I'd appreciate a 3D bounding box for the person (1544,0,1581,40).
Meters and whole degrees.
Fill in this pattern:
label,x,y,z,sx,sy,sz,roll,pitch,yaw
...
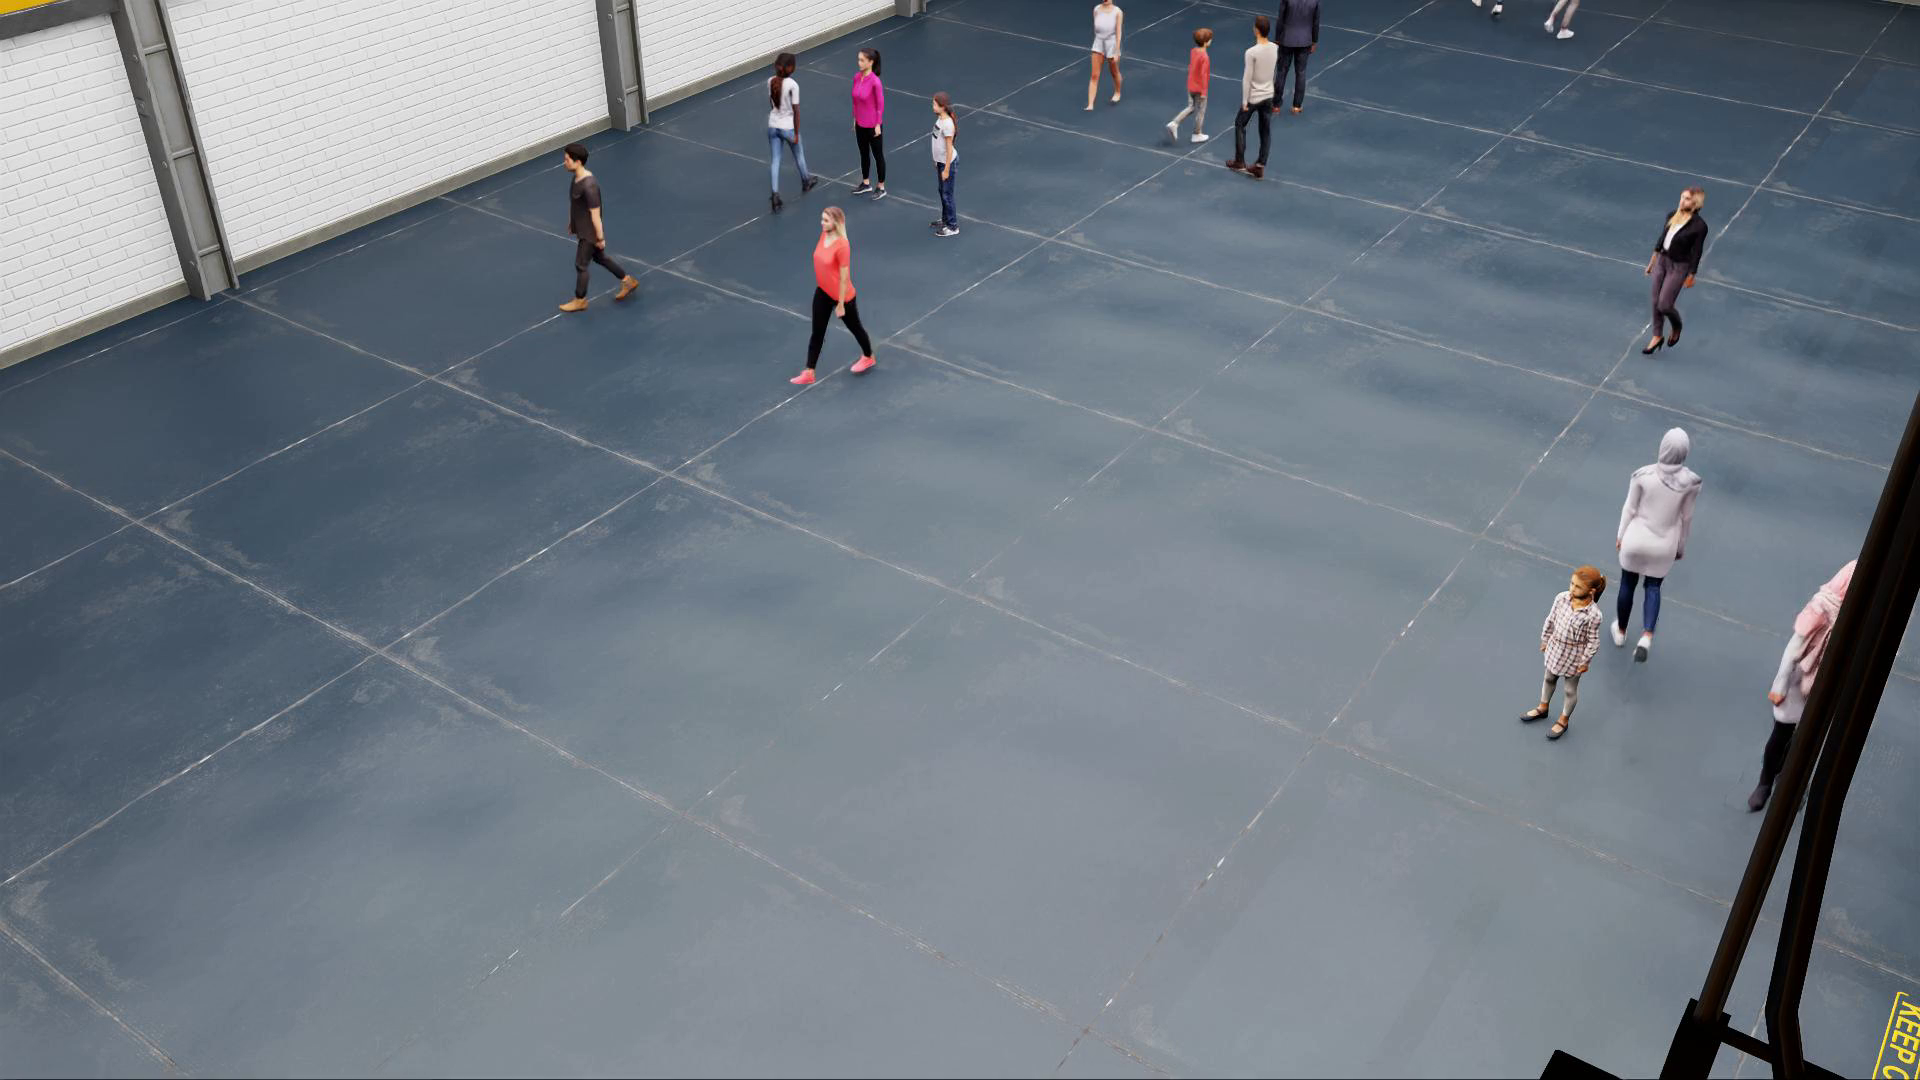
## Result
label,x,y,z,sx,sy,sz,roll,pitch,yaw
person,8.647,-8.027,23.607,0.946,1.822,0.894,-14,36,-20

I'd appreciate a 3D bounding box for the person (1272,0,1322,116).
label,x,y,z,sx,sy,sz,roll,pitch,yaw
person,4.238,-6.288,20.992,0.796,1.821,0.797,4,34,6

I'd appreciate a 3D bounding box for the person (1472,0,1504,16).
label,x,y,z,sx,sy,sz,roll,pitch,yaw
person,7.984,-8.663,24.647,1.115,1.729,1.240,-3,34,-4

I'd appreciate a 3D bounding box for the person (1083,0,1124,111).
label,x,y,z,sx,sy,sz,roll,pitch,yaw
person,1.916,-6.299,21.243,0.671,1.560,1.114,15,37,22

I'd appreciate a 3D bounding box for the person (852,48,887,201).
label,x,y,z,sx,sy,sz,roll,pitch,yaw
person,-1.015,-4.689,18.697,0.605,1.698,0.593,27,42,34

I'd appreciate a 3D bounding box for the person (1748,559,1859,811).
label,x,y,z,sx,sy,sz,roll,pitch,yaw
person,5.170,0.897,10.217,0.817,1.781,0.892,1,34,1

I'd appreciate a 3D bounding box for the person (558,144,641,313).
label,x,y,z,sx,sy,sz,roll,pitch,yaw
person,-3.553,-3.065,16.258,1.159,1.693,1.008,-11,35,-16

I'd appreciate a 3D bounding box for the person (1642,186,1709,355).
label,x,y,z,sx,sy,sz,roll,pitch,yaw
person,6.664,-2.492,15.424,0.800,1.661,0.745,-13,36,-19

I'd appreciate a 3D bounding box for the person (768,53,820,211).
label,x,y,z,sx,sy,sz,roll,pitch,yaw
person,-1.991,-4.494,18.416,0.726,1.685,1.118,14,36,20

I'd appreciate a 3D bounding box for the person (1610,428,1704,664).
label,x,y,z,sx,sy,sz,roll,pitch,yaw
person,4.759,0.076,11.469,0.791,1.763,0.980,11,35,15

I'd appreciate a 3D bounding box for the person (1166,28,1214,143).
label,x,y,z,sx,sy,sz,roll,pitch,yaw
person,2.818,-5.486,20.166,0.873,1.399,0.745,-12,35,-17

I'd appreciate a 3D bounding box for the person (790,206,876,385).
label,x,y,z,sx,sy,sz,roll,pitch,yaw
person,-1.032,-2.198,14.996,1.191,1.645,0.829,-24,41,-32

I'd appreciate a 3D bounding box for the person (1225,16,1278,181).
label,x,y,z,sx,sy,sz,roll,pitch,yaw
person,3.476,-5.038,19.087,0.861,1.846,0.909,-15,36,-21

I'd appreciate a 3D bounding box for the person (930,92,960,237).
label,x,y,z,sx,sy,sz,roll,pitch,yaw
person,-0.156,-4.062,17.876,0.675,1.562,0.623,-8,34,-11

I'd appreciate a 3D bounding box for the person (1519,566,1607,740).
label,x,y,z,sx,sy,sz,roll,pitch,yaw
person,4.003,0.711,10.921,0.598,1.311,0.596,-21,39,-28
